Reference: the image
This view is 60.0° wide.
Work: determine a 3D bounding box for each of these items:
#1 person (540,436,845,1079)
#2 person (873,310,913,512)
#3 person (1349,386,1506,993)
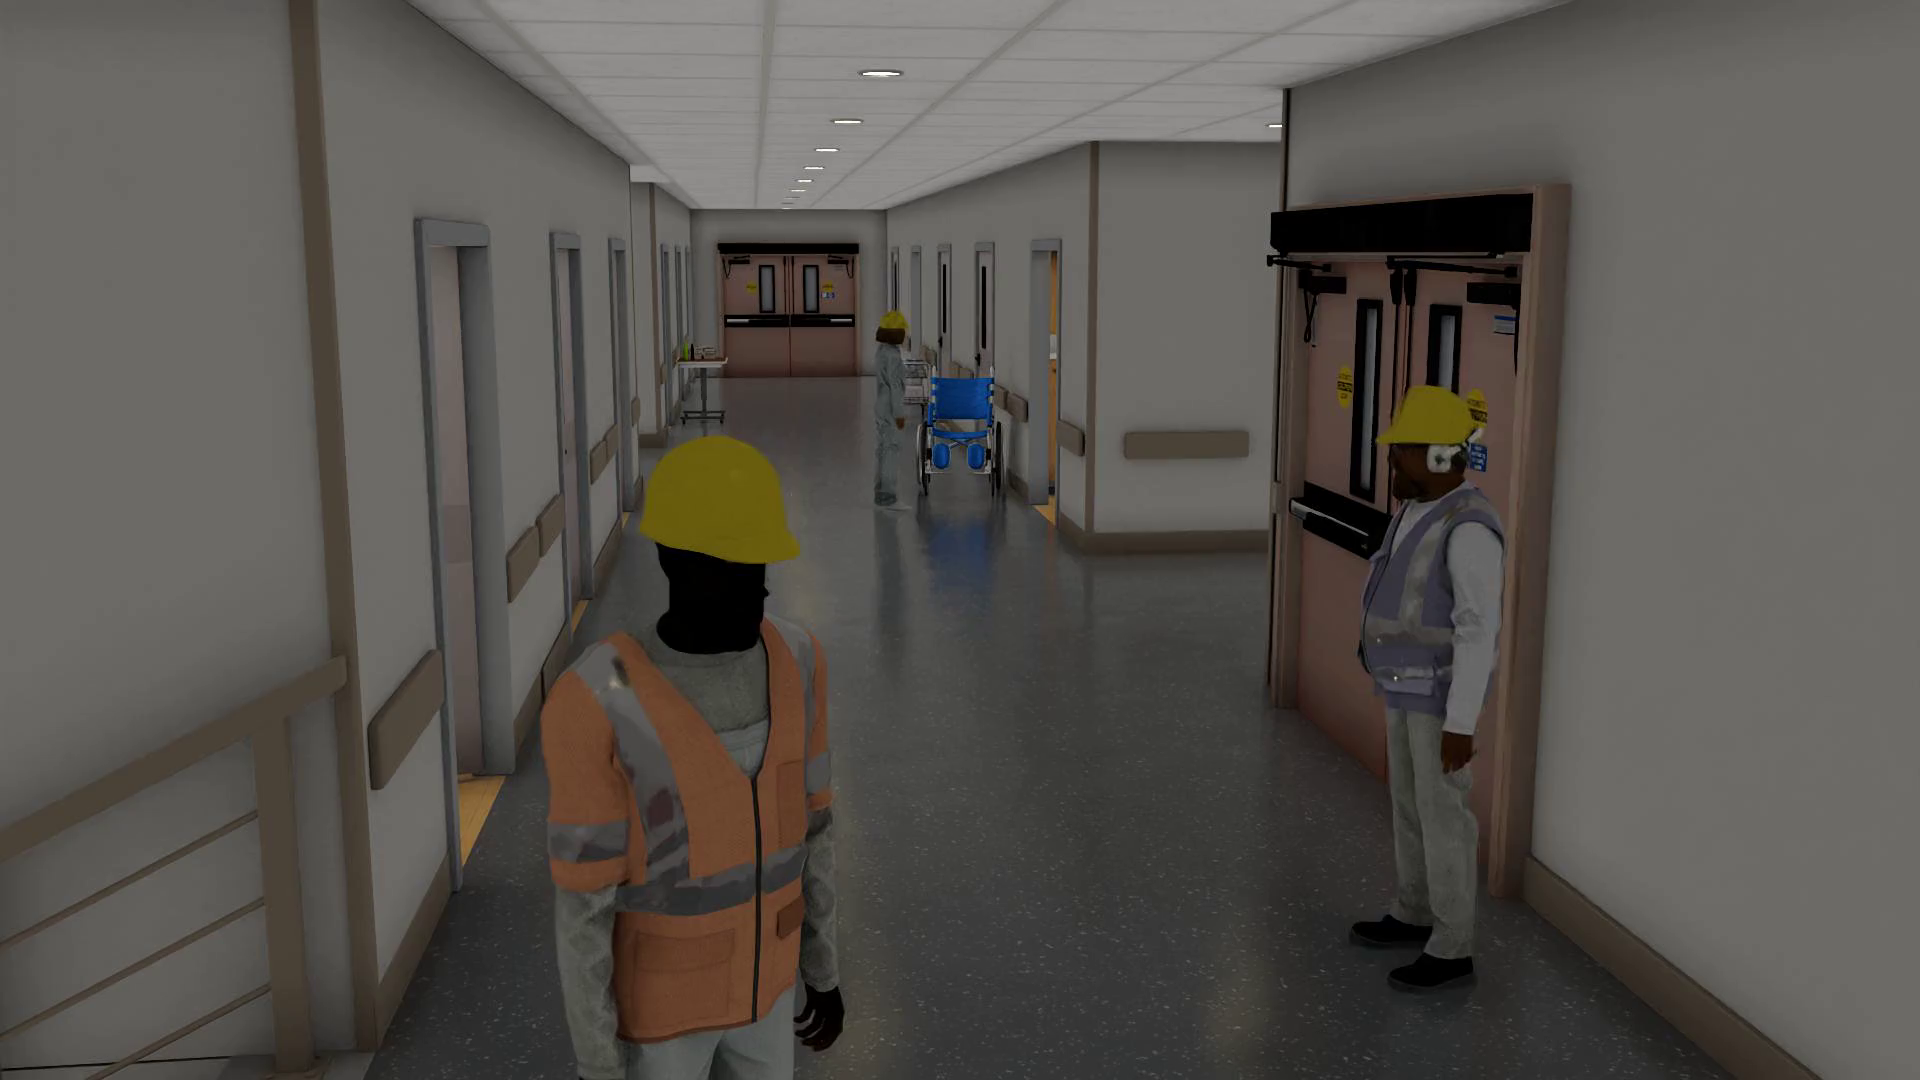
[{"bbox_3d":[-0.426,0.773,2.897,0.399,1.920,0.587,8,13,40],"label":"person"},{"bbox_3d":[-0.584,-1.116,14.413,0.309,1.742,0.491,-3,10,-16],"label":"person"},{"bbox_3d":[1.421,0.452,5.072,0.403,1.826,0.622,-1,10,-4],"label":"person"}]
